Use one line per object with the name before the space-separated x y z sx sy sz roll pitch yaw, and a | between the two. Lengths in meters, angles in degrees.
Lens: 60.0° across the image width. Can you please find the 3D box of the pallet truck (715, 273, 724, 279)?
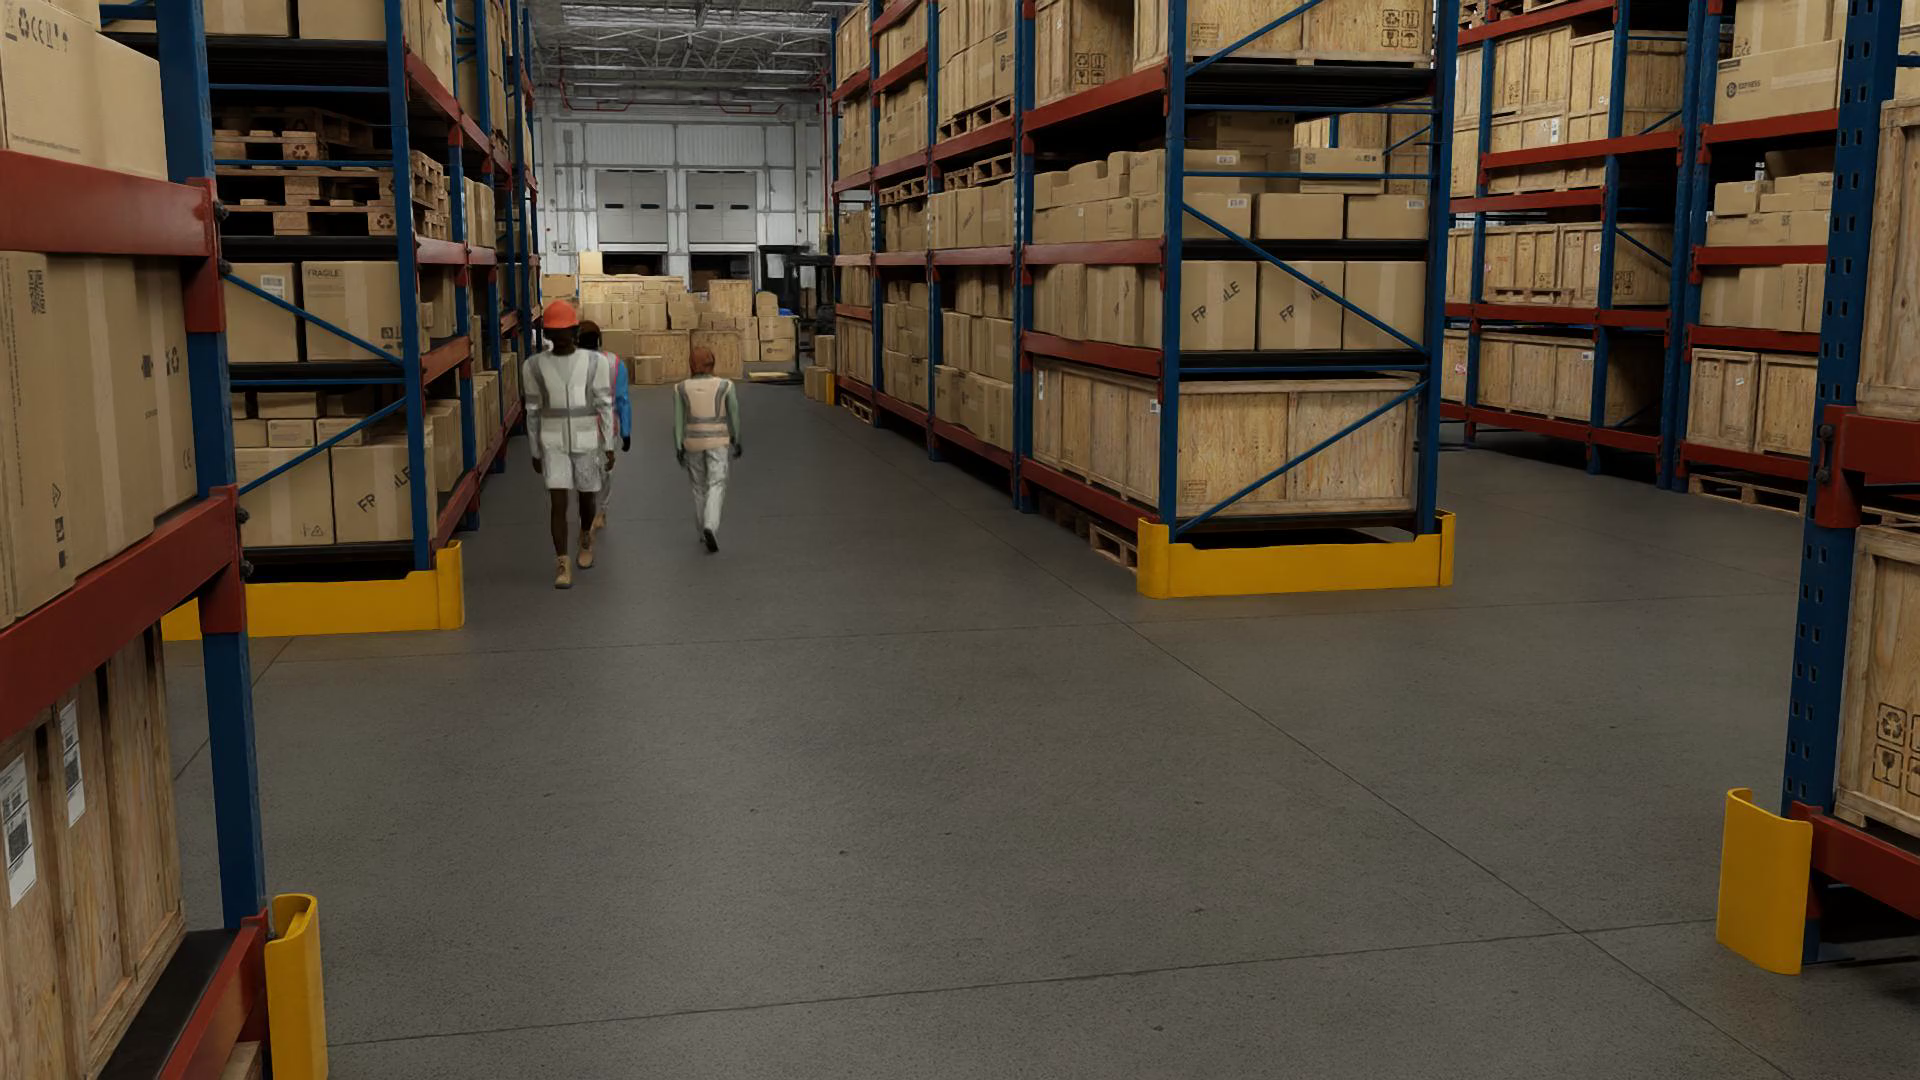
pallet truck | -8.580 -8.986 62.280 1.885 1.965 0.823 1 9 5

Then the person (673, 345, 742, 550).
person | -2.016 -0.737 13.178 0.519 1.608 0.762 1 9 4

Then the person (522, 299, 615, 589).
person | -2.775 -0.708 11.815 0.612 2.010 0.951 -2 10 -14

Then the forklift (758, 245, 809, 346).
forklift | -5.014 -6.667 45.464 1.129 2.768 1.873 4 10 21

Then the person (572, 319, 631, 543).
person | -3.029 -0.917 13.712 0.625 1.808 0.910 -2 10 -12

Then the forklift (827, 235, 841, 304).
forklift | -2.081 -4.323 31.176 1.873 2.768 1.129 -7 12 -38
